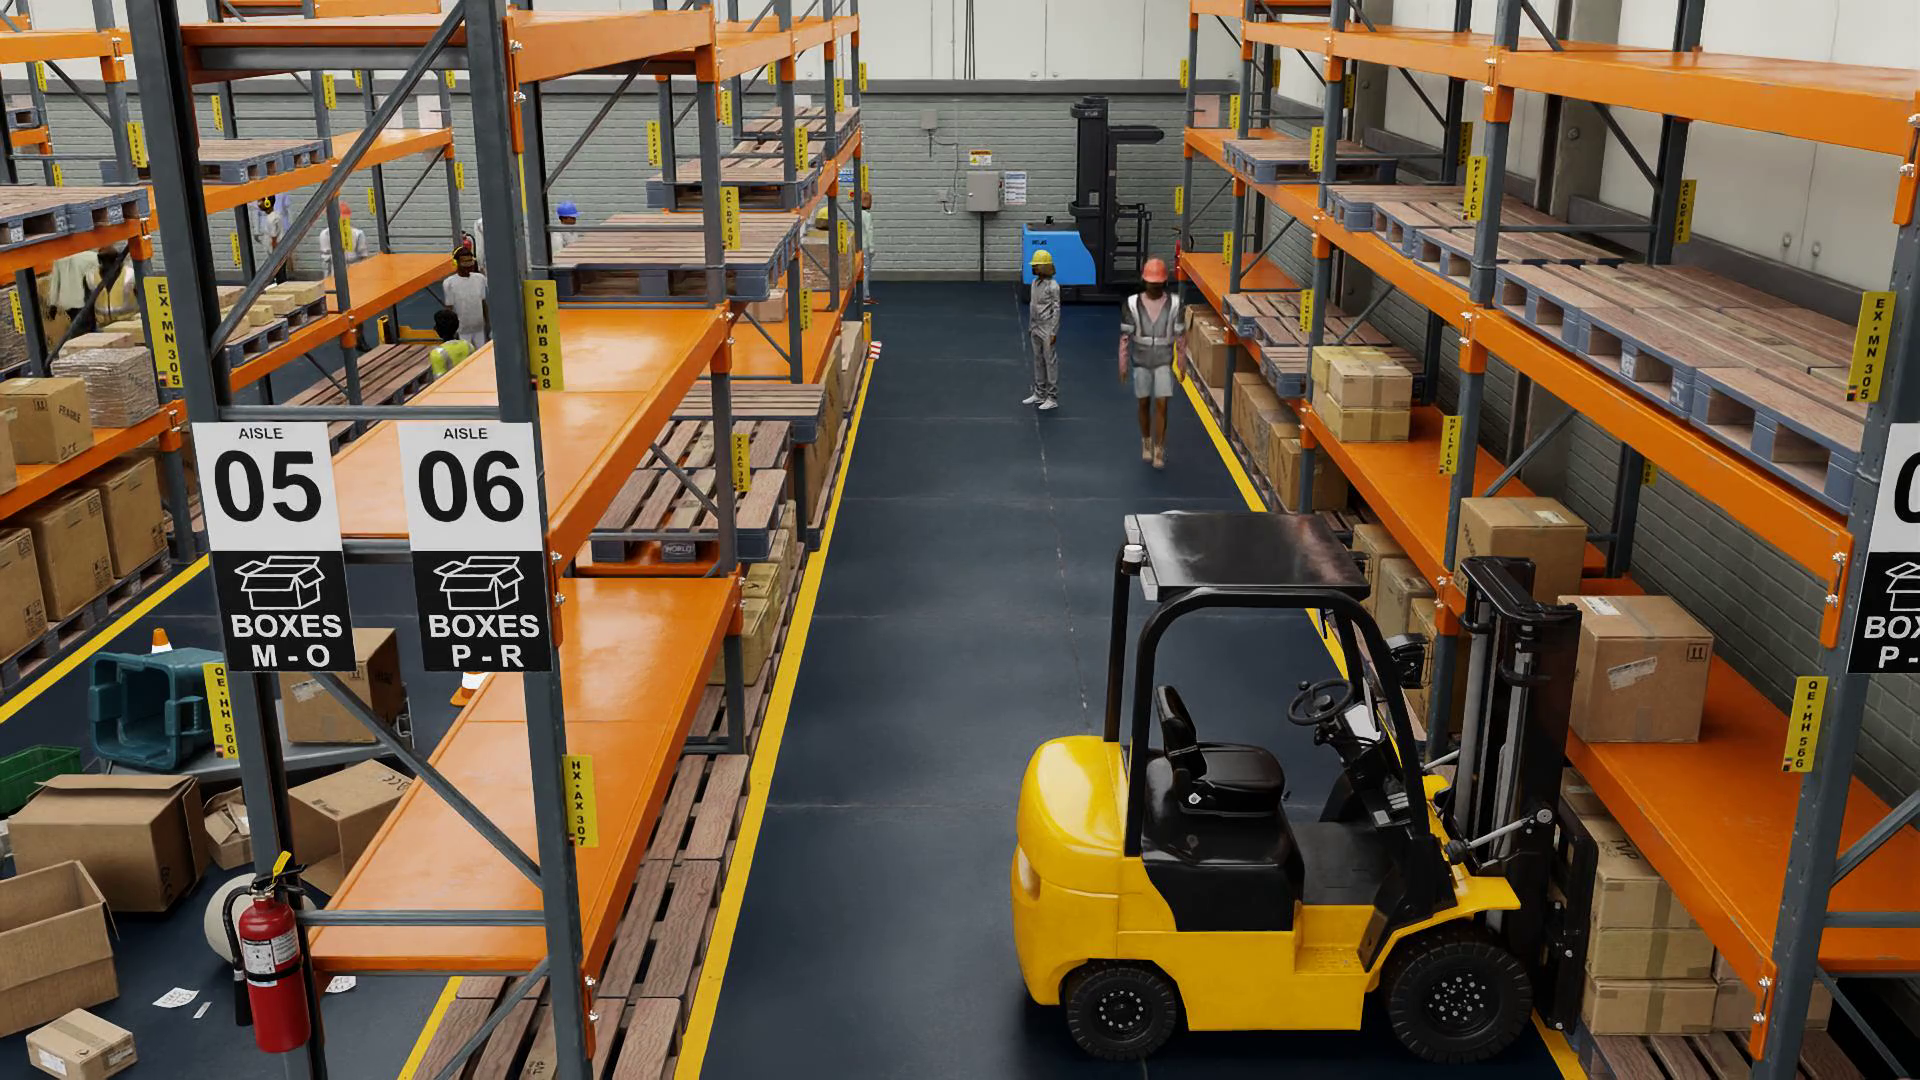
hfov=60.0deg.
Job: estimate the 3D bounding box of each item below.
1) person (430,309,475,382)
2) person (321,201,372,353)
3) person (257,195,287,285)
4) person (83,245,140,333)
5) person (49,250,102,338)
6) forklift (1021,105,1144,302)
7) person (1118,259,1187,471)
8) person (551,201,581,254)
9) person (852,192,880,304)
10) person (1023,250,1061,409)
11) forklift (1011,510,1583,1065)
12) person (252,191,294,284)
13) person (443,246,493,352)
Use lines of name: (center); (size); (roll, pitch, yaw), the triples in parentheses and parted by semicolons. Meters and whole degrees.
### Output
person: (-4.591, -1.252, 15.133); (0.319, 1.695, 0.539); (8, 20, 22)
person: (-7.717, -3.307, 20.985); (0.594, 1.923, 0.412); (-12, 22, -32)
person: (-9.306, -3.823, 22.663); (0.326, 1.861, 0.499); (-6, 19, -17)
person: (-9.288, -2.365, 18.371); (0.617, 1.796, 0.979); (-2, 18, -7)
person: (-10.222, -2.727, 19.260); (0.651, 1.923, 1.042); (5, 19, 15)
forklift: (1.857, -4.944, 24.441); (1.873, 2.768, 1.129); (0, 18, 0)
person: (1.824, -1.651, 15.849); (0.642, 2.004, 0.953); (3, 18, 8)
person: (-4.862, -3.245, 20.764); (0.397, 1.945, 0.617); (2, 18, 6)
person: (-1.404, -4.285, 24.402); (0.284, 1.633, 0.498); (-11, 21, -30)
person: (0.900, -2.310, 18.260); (0.319, 1.742, 0.492); (-11, 21, -29)
forklift: (1.387, 1.055, 7.378); (2.313, 2.155, 1.214); (0, 18, 0)
person: (-10.496, -4.765, 25.419); (0.573, 1.916, 0.459); (-14, 23, -35)
person: (-5.250, -2.221, 17.816); (0.325, 1.860, 0.502); (17, 25, 42)
